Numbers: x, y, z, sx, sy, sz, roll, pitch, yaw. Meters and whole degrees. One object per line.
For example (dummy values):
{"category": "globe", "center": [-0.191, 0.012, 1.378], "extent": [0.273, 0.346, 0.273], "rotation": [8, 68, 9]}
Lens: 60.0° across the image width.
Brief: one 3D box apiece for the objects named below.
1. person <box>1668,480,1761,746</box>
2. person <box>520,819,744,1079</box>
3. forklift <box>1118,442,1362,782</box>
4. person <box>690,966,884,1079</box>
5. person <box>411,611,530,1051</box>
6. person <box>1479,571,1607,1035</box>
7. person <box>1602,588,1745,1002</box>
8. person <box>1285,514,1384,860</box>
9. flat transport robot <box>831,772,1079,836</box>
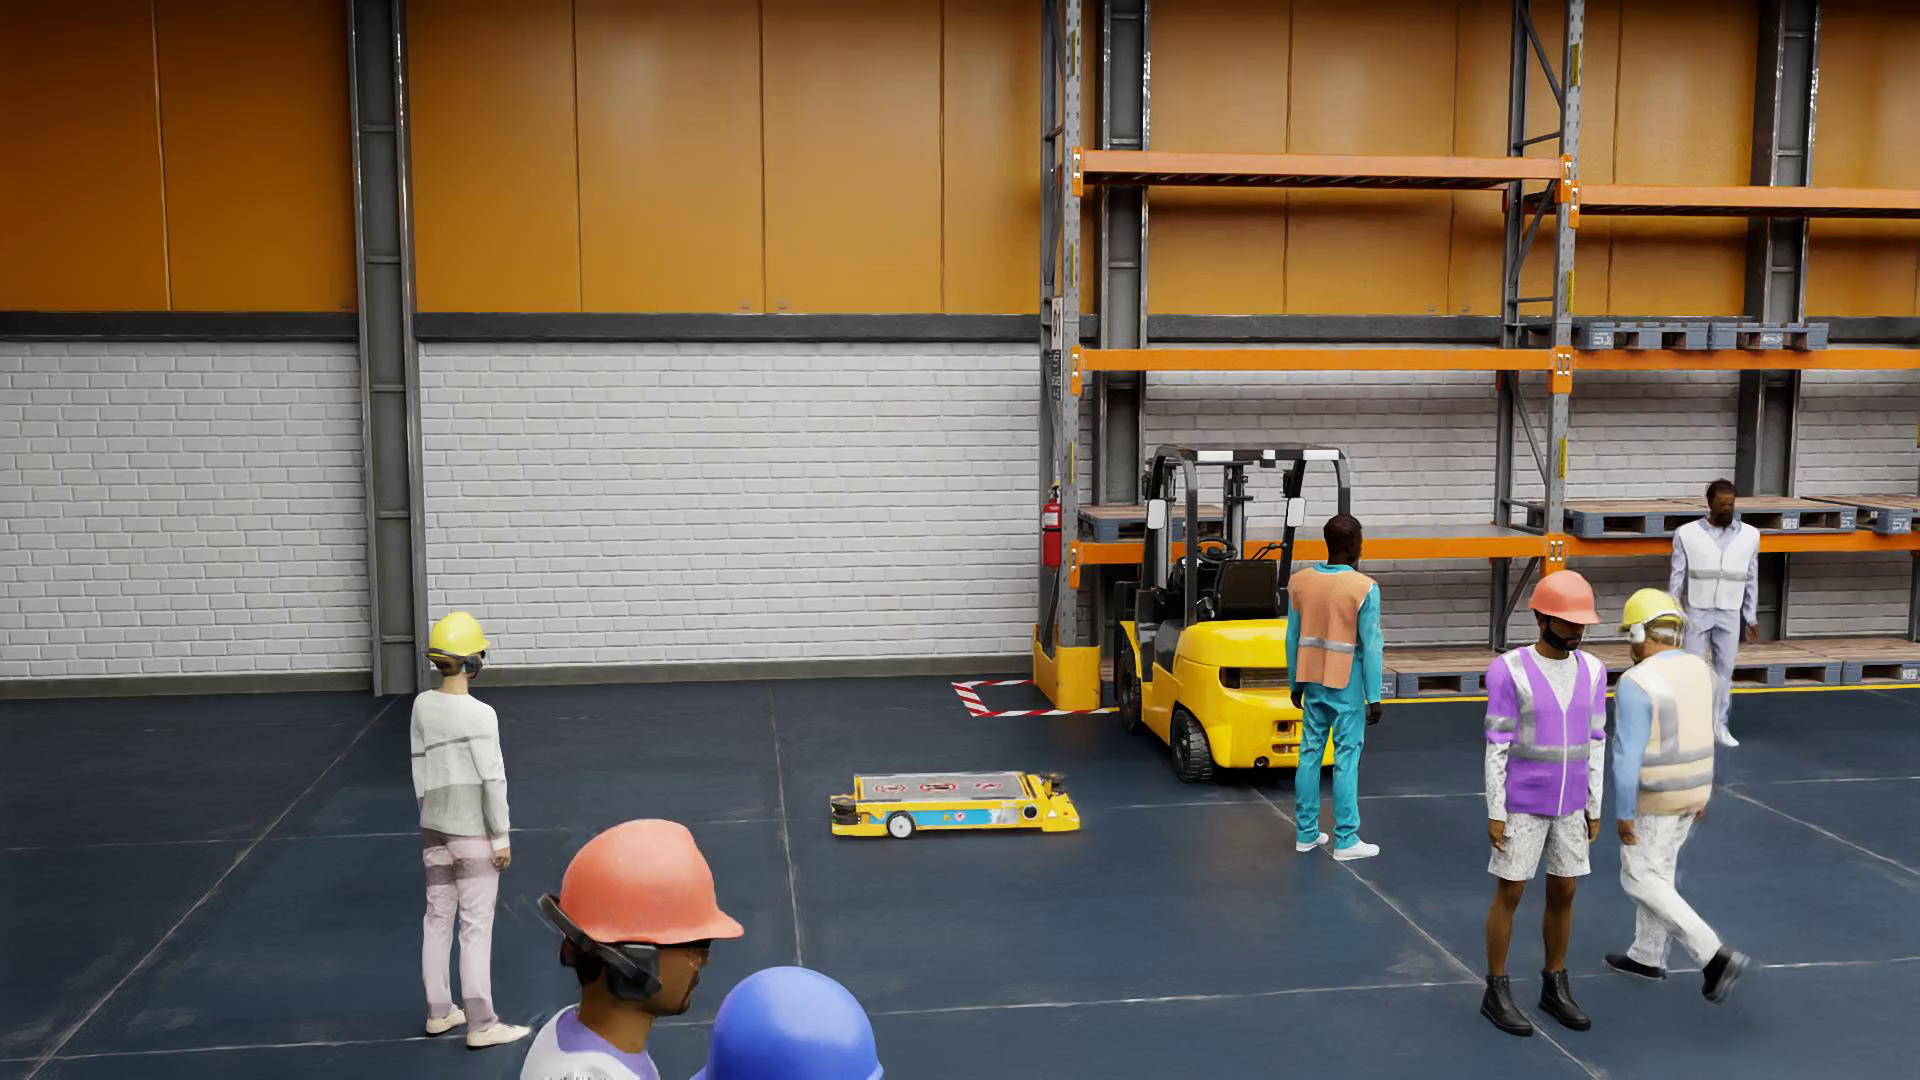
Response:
{"category": "person", "center": [5.358, 0.523, 11.842], "extent": [0.616, 1.907, 0.423], "rotation": [1, 7, 7]}
{"category": "person", "center": [-0.460, 1.482, 2.917], "extent": [0.794, 2.020, 0.643], "rotation": [-2, 7, -17]}
{"category": "forklift", "center": [1.912, 0.418, 11.496], "extent": [1.214, 2.155, 2.313], "rotation": [-1, 7, -8]}
{"category": "person", "center": [-0.198, 1.577, 2.469], "extent": [0.416, 1.939, 0.605], "rotation": [3, 7, 26]}
{"category": "person", "center": [-2.012, 1.170, 6.754], "extent": [0.525, 1.772, 0.306], "rotation": [5, 8, 35]}
{"category": "person", "center": [2.432, 1.079, 6.872], "extent": [0.547, 1.929, 0.387], "rotation": [-1, 7, -12]}
{"category": "person", "center": [3.087, 1.110, 7.180], "extent": [0.635, 1.797, 0.635], "rotation": [-4, 8, -31]}
{"category": "person", "center": [2.071, 0.812, 9.250], "extent": [0.371, 1.915, 0.595], "rotation": [-6, 9, -42]}
{"category": "flat transport robot", "center": [-0.049, 1.556, 9.873], "extent": [1.431, 0.197, 0.652], "rotation": [-1, 7, -5]}
